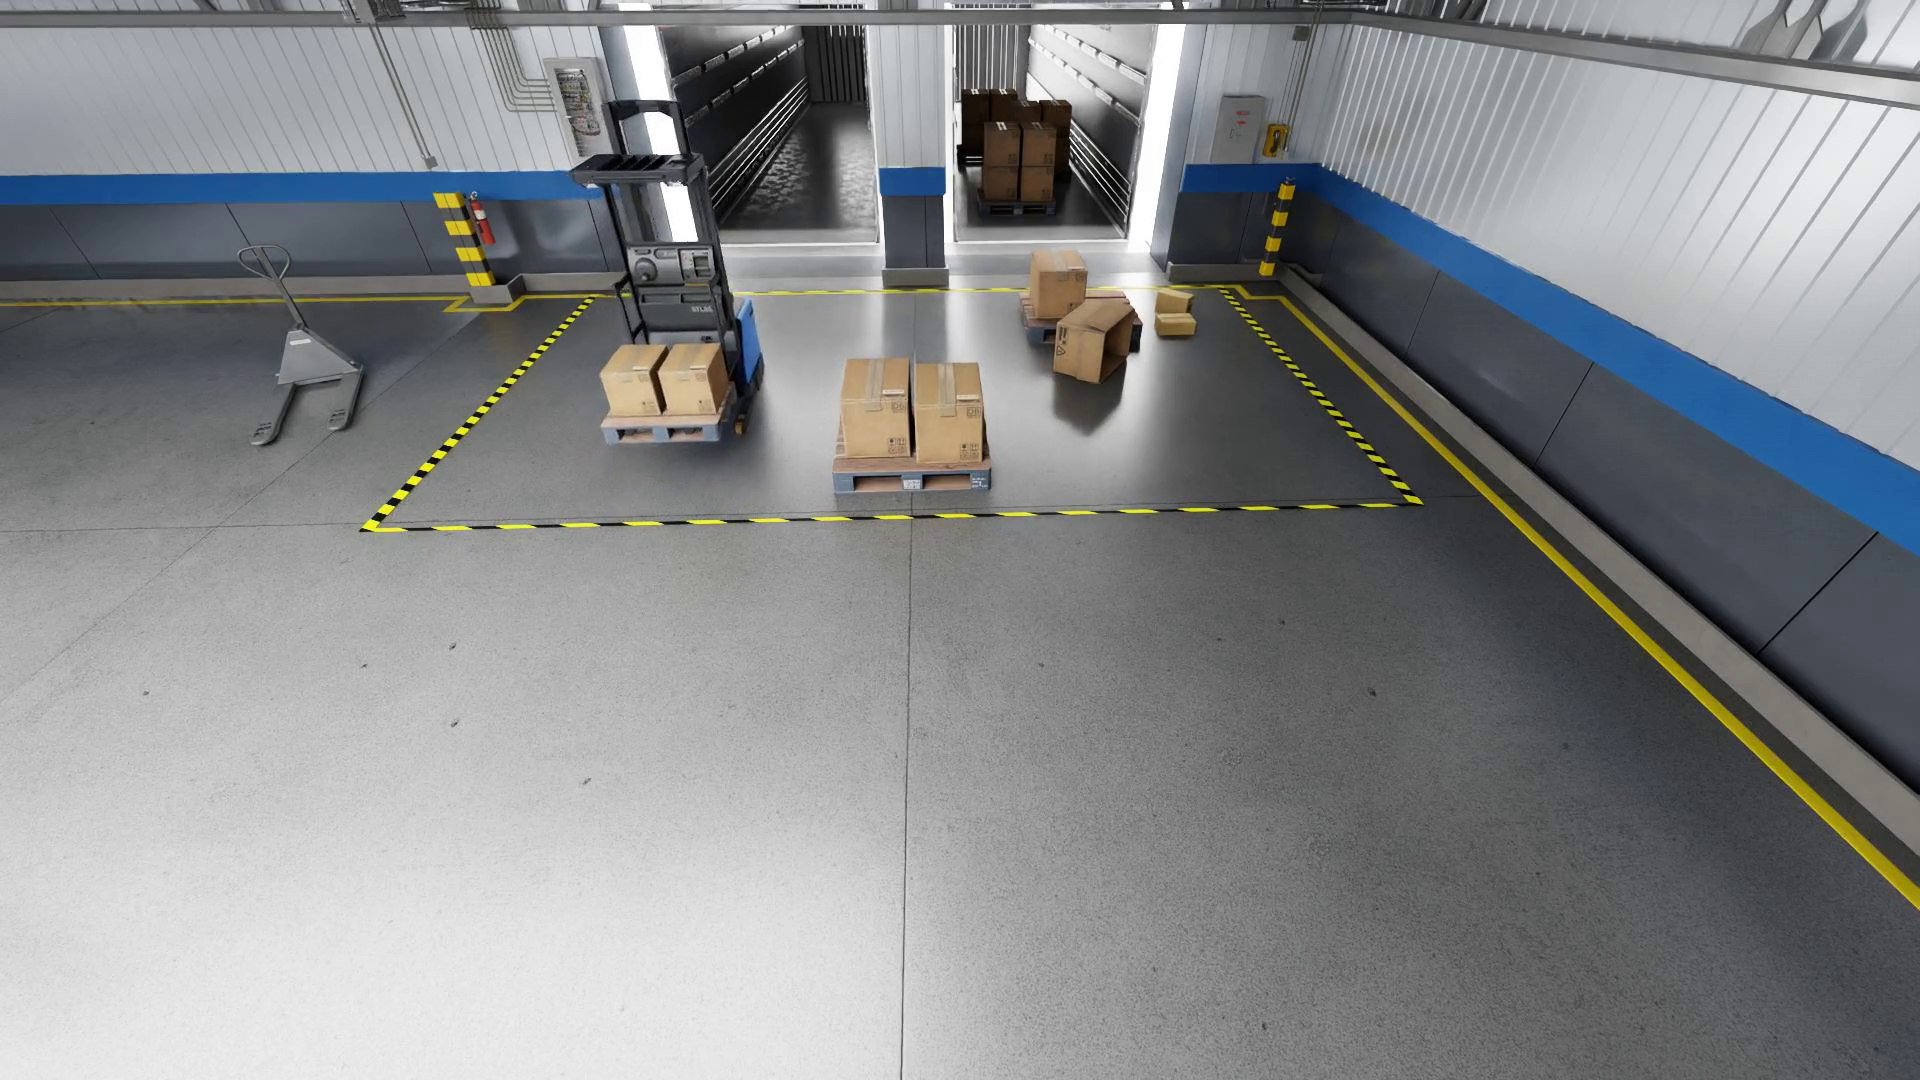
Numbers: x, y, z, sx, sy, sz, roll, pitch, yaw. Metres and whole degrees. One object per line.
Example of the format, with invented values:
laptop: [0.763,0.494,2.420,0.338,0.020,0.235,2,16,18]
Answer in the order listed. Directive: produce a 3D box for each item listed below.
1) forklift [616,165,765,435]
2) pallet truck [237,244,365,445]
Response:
forklift: [-2.264,-2.180,6.285,0.716,2.013,0.776,-2,39,-2]
pallet truck: [-5.915,-1.733,6.366,0.680,1.201,1.601,-18,42,-21]
